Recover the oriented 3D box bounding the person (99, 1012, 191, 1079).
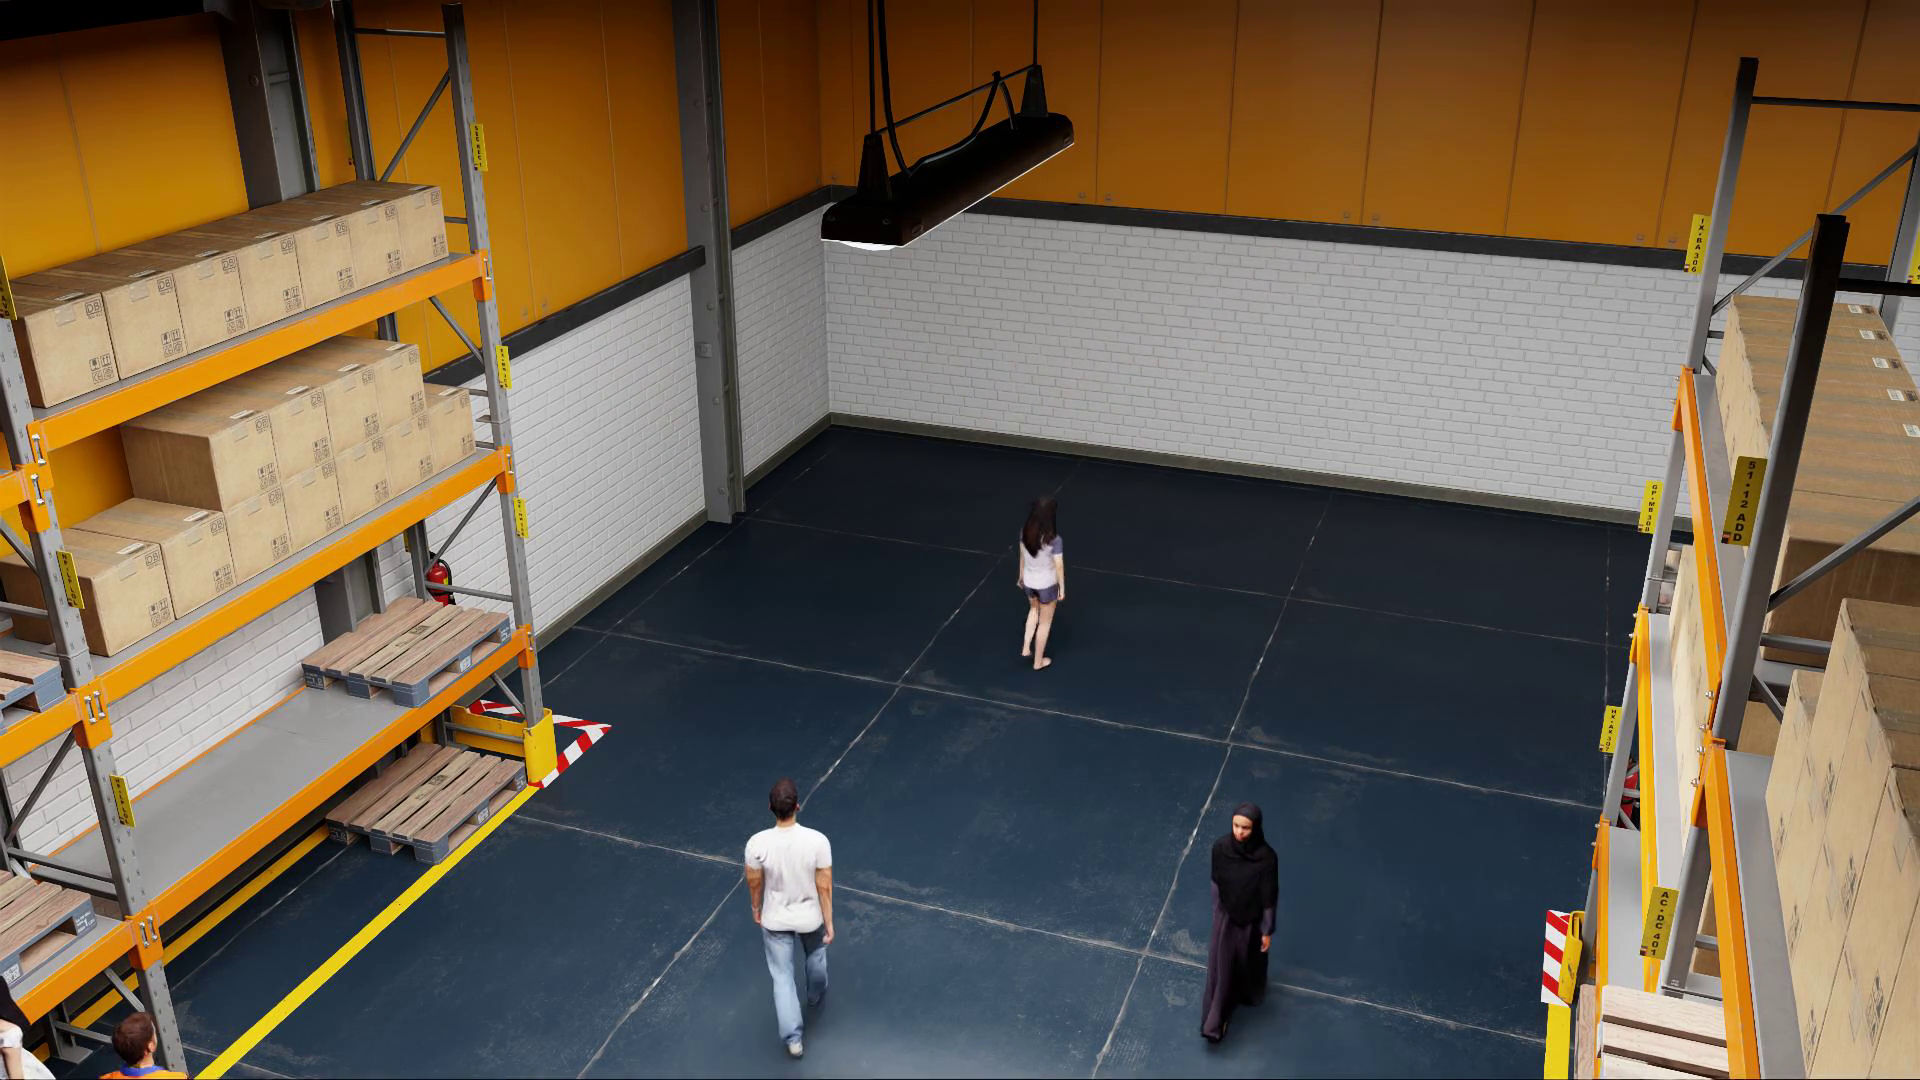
[{"bbox_3d":[-3.981,3.213,8.289,0.836,1.828,1.263,4,24,9],"label":"person"}]

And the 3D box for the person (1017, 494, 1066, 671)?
[{"bbox_3d":[0.667,0.405,14.876,0.693,1.695,0.701,18,29,35],"label":"person"}]

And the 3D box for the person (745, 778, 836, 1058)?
[{"bbox_3d":[-1.029,2.361,10.231,0.938,1.833,1.129,-2,24,-3],"label":"person"}]

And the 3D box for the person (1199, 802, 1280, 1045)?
[{"bbox_3d":[1.834,2.339,10.569,0.637,1.602,1.091,10,25,21],"label":"person"}]
